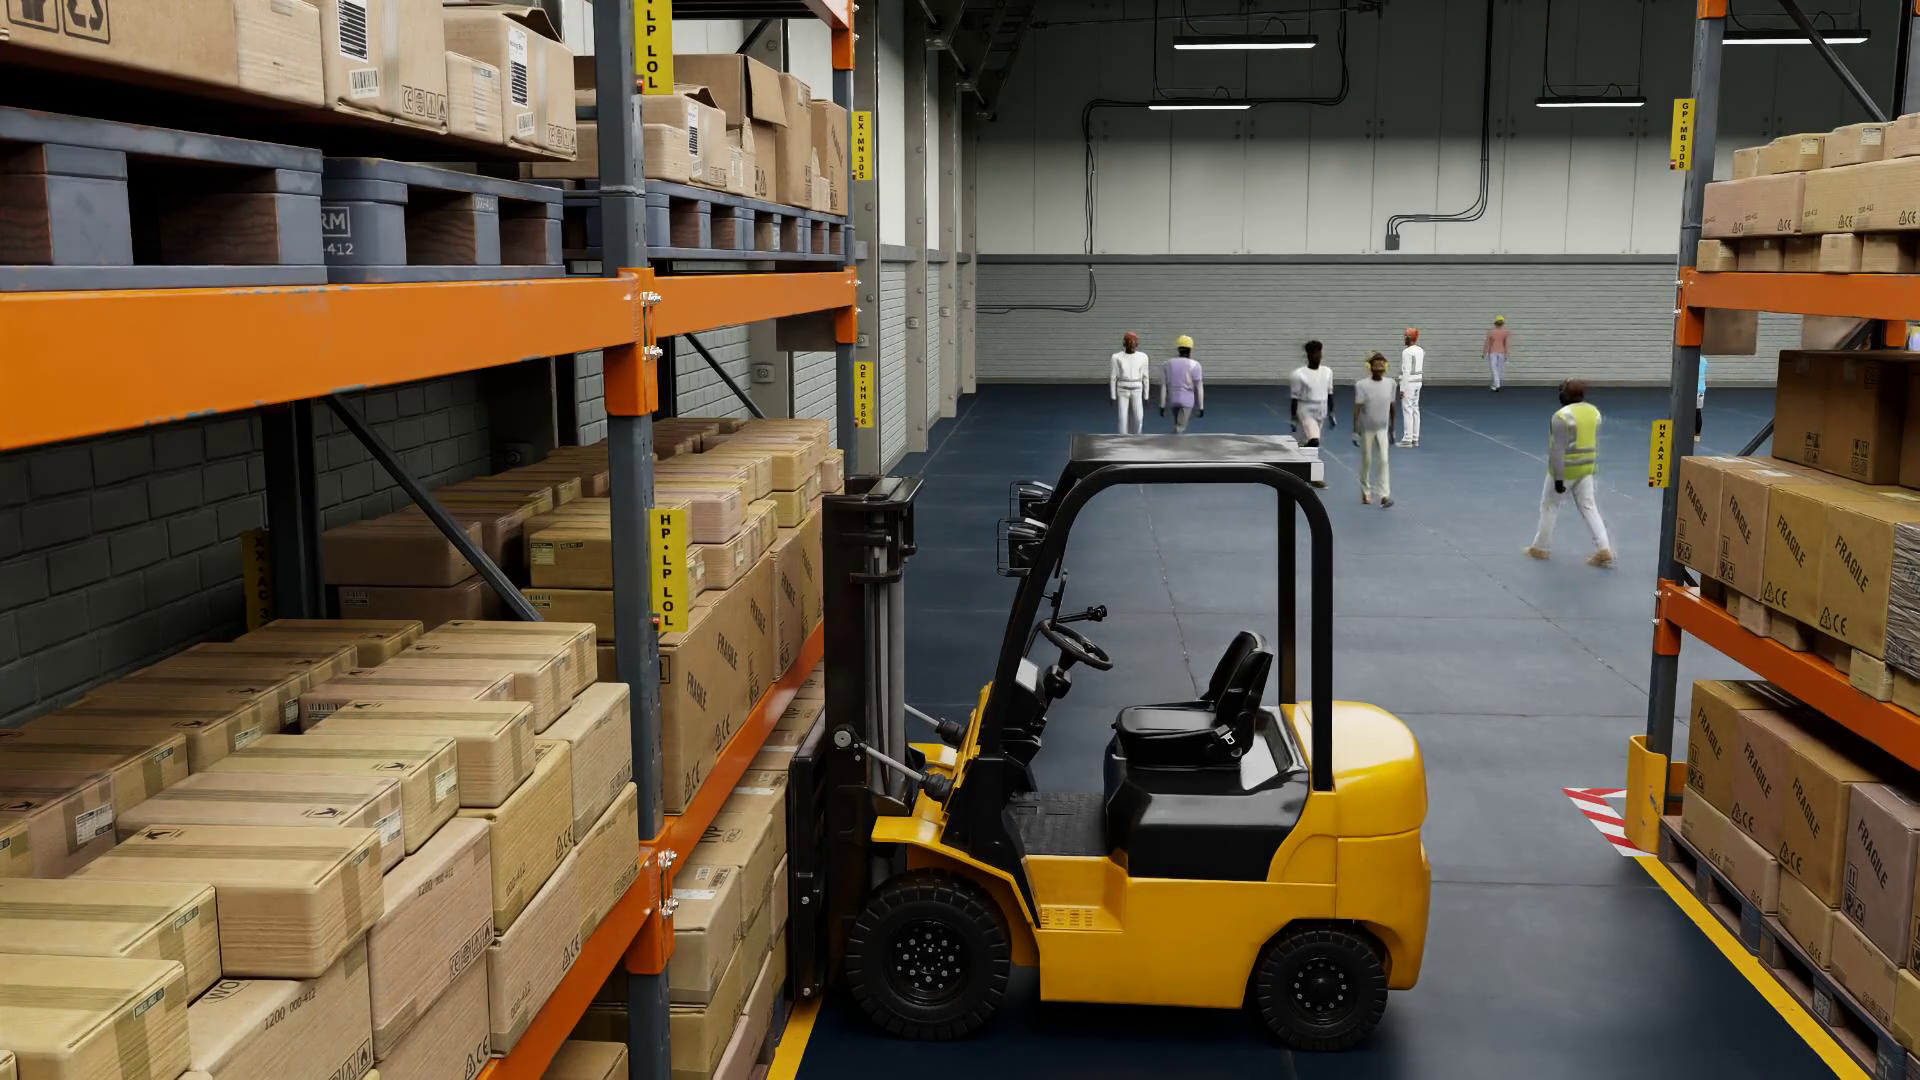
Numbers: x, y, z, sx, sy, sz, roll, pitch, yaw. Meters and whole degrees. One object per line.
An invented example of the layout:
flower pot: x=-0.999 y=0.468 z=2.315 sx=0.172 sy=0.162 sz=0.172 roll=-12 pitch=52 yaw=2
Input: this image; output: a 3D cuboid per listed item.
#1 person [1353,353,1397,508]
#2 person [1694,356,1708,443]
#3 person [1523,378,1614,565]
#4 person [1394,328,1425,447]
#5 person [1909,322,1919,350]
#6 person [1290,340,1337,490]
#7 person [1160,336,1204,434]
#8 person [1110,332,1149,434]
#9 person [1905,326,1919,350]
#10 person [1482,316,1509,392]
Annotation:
person: x=4.922 y=-1.282 z=19.646 sx=0.556 sy=1.823 sz=0.970 roll=0 pitch=9 yaw=1
person: x=11.792 y=-2.385 z=26.735 sx=0.535 sy=1.697 sz=0.318 roll=-9 pitch=13 yaw=-43
person: x=5.924 y=-0.663 z=16.012 sx=0.627 sy=1.804 sz=0.944 roll=-5 pitch=10 yaw=-26
person: x=7.109 y=-2.404 z=26.282 sx=0.343 sy=1.882 sz=0.585 roll=8 pitch=12 yaw=40
person: x=18.058 y=-3.243 z=31.204 sx=0.354 sy=1.939 sz=0.545 roll=-3 pitch=10 yaw=-17
person: x=4.517 y=-1.645 z=21.570 sx=0.601 sy=1.926 sz=0.930 roll=-5 pitch=11 yaw=-29
person: x=3.148 y=-1.950 z=23.575 sx=0.615 sy=1.882 sz=0.998 roll=7 pitch=12 yaw=38
person: x=2.540 y=-2.175 z=24.901 sx=0.592 sy=1.881 sz=0.385 roll=-1 pitch=9 yaw=-4
person: x=20.176 y=-3.801 z=35.028 sx=0.433 sy=1.807 sz=0.753 roll=-2 pitch=10 yaw=-11
person: x=12.249 y=-4.255 z=37.965 sx=0.533 sy=1.748 sz=0.761 roll=-2 pitch=10 yaw=-10
